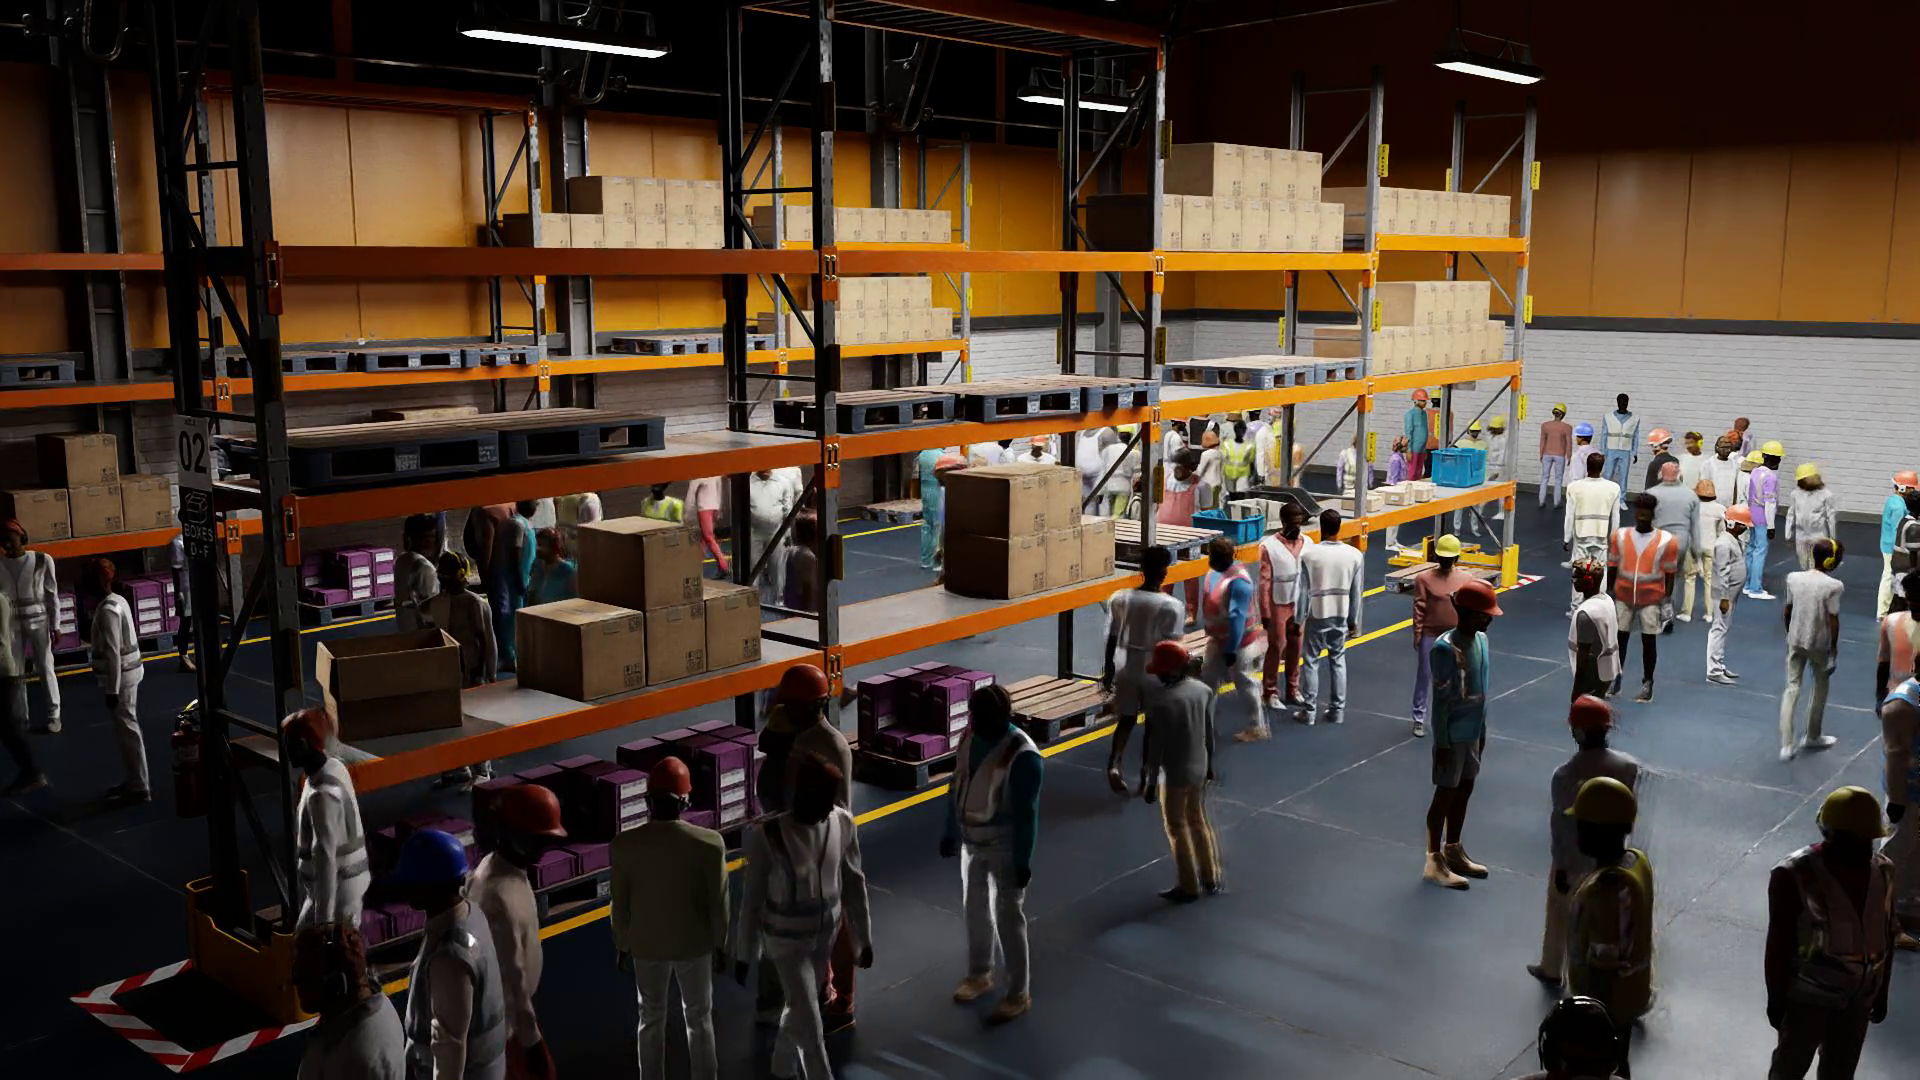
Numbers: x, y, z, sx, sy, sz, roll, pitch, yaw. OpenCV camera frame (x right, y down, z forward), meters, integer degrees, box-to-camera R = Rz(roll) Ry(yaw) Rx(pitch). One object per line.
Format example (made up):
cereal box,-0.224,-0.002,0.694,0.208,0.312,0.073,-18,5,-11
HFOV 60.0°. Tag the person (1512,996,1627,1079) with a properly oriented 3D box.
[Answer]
person,1.806,2.278,4.985,0.635,1.938,0.359,-1,10,-4

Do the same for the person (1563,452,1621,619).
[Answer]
person,7.152,-0.033,18.848,0.596,1.918,0.382,1,10,8

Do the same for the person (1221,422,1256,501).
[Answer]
person,4.206,-0.977,25.282,0.532,1.643,0.920,3,10,20

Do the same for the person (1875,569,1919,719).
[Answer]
person,6.871,1.133,11.826,0.693,1.937,0.639,-7,12,-35

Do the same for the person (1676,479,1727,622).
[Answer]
person,8.377,0.122,18.795,0.507,1.625,0.286,1,10,4

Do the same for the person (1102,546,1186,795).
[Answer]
person,1.362,1.015,12.561,0.651,1.934,0.676,5,11,26

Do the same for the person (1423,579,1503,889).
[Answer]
person,3.295,1.251,10.863,0.407,2.031,0.612,9,13,44

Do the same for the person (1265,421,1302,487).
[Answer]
person,4.523,-0.750,23.331,0.598,1.862,1.001,7,12,36

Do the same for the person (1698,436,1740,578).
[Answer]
person,9.756,-0.421,21.381,0.507,1.846,0.343,-1,10,-6

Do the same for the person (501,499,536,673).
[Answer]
person,-4.400,0.400,16.598,0.378,1.808,0.578,-1,10,-5

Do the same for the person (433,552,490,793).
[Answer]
person,-3.835,1.008,12.776,0.514,1.871,0.327,7,12,37

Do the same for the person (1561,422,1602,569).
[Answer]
person,8.245,-0.585,22.051,0.618,1.945,0.394,-8,13,-41

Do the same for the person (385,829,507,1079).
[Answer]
person,-1.951,2.041,6.404,0.413,1.940,0.610,-2,10,-13

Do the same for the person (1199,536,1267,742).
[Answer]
person,2.228,0.843,13.973,0.849,1.795,0.645,-3,10,-18

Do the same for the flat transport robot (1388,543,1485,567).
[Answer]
flat transport robot,6.442,0.185,22.454,1.431,0.197,0.652,-9,13,-44

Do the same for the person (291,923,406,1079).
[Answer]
person,-2.051,2.200,5.598,0.400,1.900,0.636,-4,10,-20

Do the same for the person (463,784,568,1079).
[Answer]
person,-1.806,1.957,6.916,0.959,1.926,0.622,-1,10,-7

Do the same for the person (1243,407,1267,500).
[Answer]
person,4.583,-1.217,25.942,0.591,1.913,0.394,-7,12,-36

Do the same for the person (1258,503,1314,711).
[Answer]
person,2.953,0.597,15.133,0.601,1.906,0.386,-5,11,-29

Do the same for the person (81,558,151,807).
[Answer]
person,-6.334,1.058,12.487,0.375,1.876,0.581,-4,10,-22

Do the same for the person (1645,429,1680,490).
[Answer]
person,8.733,-0.398,20.824,0.611,1.985,0.393,-8,12,-40

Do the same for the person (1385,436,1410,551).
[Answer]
person,6.147,-0.652,23.408,0.313,1.631,0.525,3,10,18

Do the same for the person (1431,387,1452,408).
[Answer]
person,8.325,-1.721,28.911,0.370,1.933,0.633,2,10,11

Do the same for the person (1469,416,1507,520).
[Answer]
person,8.313,-1.121,26.037,0.883,1.673,0.546,-6,11,-31

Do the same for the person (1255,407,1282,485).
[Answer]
person,4.707,-1.041,24.950,0.652,1.897,0.399,-8,12,-39

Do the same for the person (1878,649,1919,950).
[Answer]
person,5.735,1.502,9.921,0.627,1.840,0.429,-6,11,-33

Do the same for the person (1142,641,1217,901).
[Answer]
person,1.388,1.458,10.567,0.363,1.716,0.609,9,13,42

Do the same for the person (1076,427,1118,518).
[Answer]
person,1.938,-1.003,24.273,0.536,2.000,0.688,-7,12,-36

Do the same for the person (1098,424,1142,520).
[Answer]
person,2.250,-0.686,22.881,0.592,1.858,0.976,8,12,40

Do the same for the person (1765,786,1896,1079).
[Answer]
person,3.813,1.951,7.285,0.596,1.826,0.403,-2,10,-10

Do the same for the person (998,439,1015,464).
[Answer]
person,0.660,-0.768,23.891,0.320,1.698,0.531,-1,10,-8

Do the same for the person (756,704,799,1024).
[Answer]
person,-0.931,1.719,8.950,0.324,1.732,0.495,1,10,8

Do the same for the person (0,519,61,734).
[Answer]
person,-8.067,0.749,14.315,0.584,1.878,0.368,-3,10,-18

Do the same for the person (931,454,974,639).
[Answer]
person,-0.059,0.090,17.915,0.439,1.989,0.720,-3,10,-15

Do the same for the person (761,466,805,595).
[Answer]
person,-2.255,-0.301,20.510,0.640,1.911,0.937,-7,12,-38

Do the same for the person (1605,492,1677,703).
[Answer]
person,6.277,0.523,15.387,0.612,1.963,0.362,7,12,34

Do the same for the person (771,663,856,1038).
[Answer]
person,-0.780,1.619,8.793,0.407,1.986,0.616,-6,11,-32

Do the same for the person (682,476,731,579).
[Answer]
person,-3.244,-0.363,21.387,0.720,1.735,0.600,4,10,21

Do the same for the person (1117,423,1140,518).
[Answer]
person,2.668,-1.274,26.488,0.396,1.841,0.565,-3,10,-20

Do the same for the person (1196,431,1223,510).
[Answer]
person,3.601,-0.786,24.229,0.394,1.622,0.515,7,12,37

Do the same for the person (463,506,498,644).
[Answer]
person,-4.976,0.115,17.599,0.535,2.000,0.673,1,10,4

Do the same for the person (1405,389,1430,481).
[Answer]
person,7.515,-1.493,27.335,0.387,1.992,0.626,9,13,42
